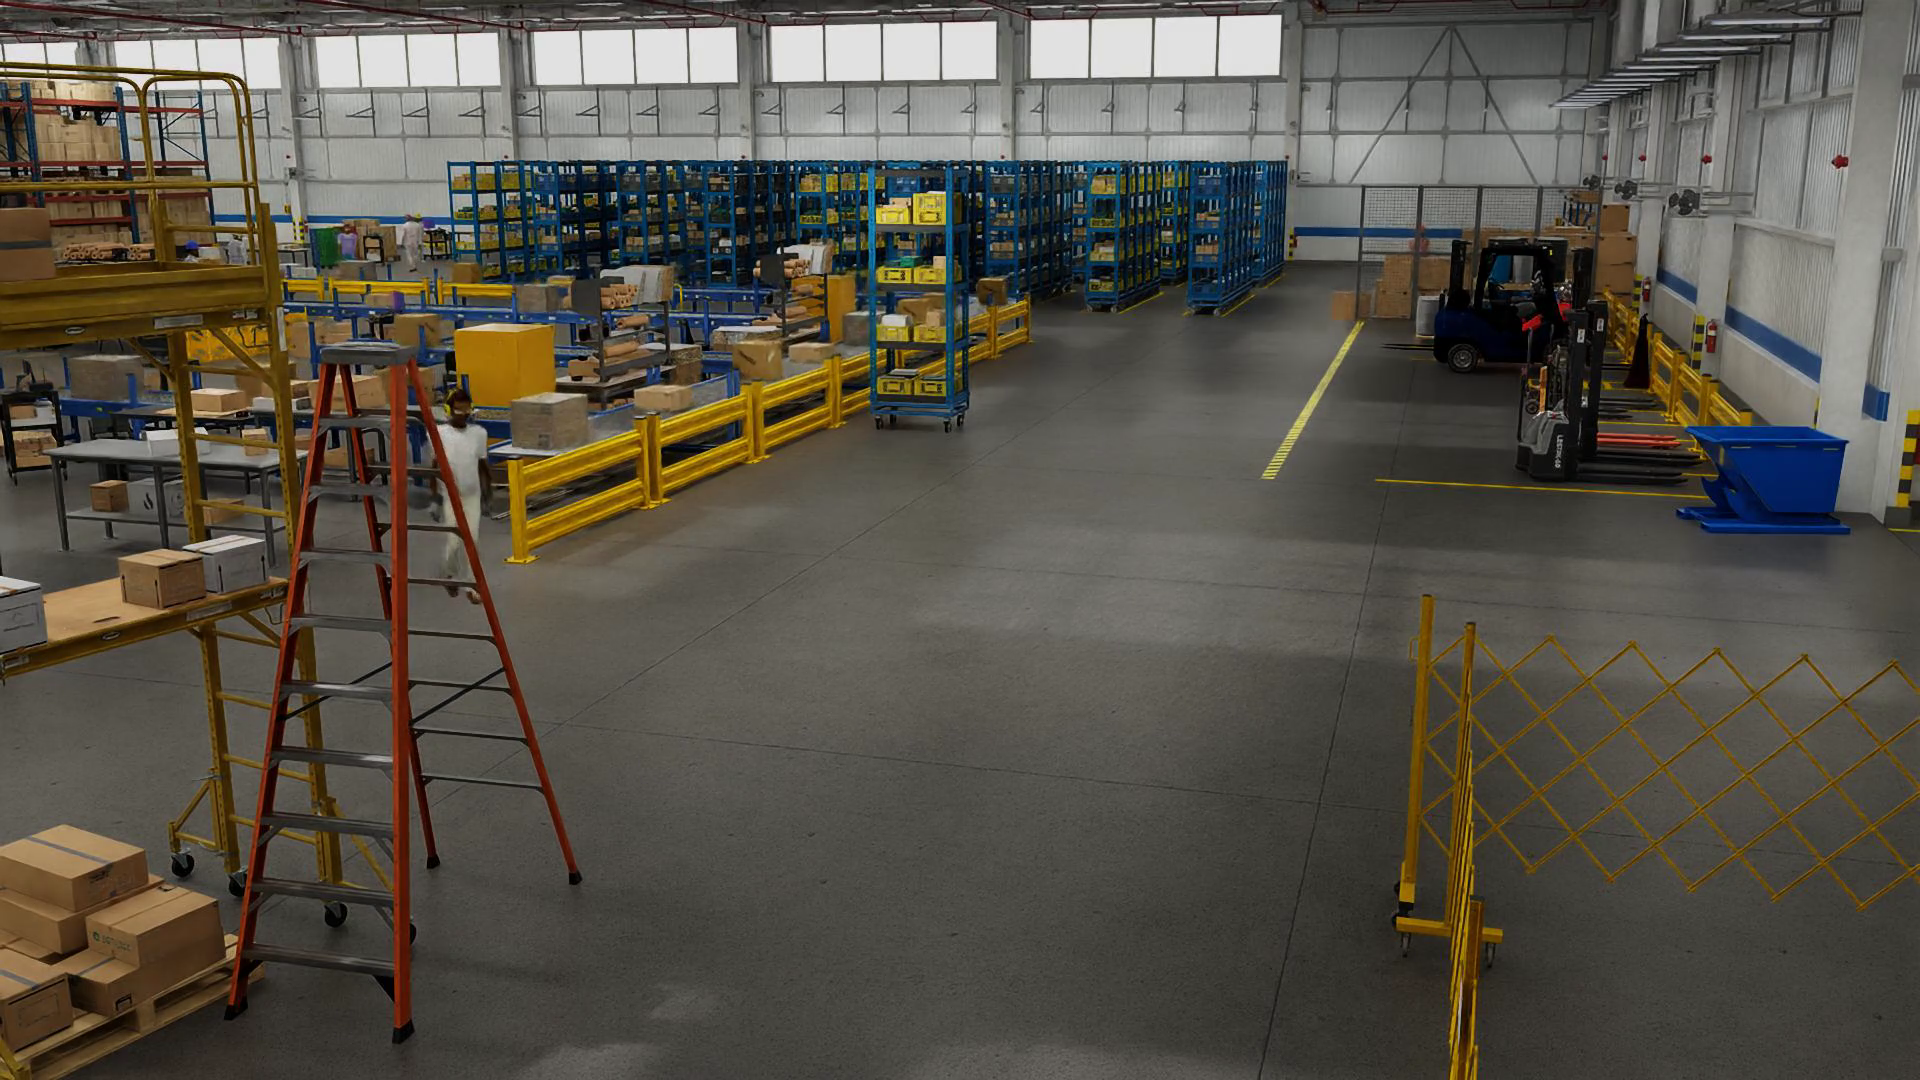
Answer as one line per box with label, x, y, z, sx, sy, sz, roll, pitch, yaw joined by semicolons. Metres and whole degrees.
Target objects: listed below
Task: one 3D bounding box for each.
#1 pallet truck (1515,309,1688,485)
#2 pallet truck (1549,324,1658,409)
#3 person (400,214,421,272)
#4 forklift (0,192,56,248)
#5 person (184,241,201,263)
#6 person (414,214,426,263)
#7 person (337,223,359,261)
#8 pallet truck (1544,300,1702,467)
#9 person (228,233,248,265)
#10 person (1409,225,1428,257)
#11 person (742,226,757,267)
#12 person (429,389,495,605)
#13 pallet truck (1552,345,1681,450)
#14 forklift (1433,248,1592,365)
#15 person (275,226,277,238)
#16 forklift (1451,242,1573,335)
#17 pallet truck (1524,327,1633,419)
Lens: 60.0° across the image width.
pallet truck;7.554;-1.677;19.446;1.885;1.965;0.823;3;13;14
pallet truck;9.824;-2.669;25.407;1.601;1.201;0.680;4;14;16
person;-18.098;-9.747;54.599;0.717;1.857;0.672;10;16;36
forklift;-28.383;-9.215;50.078;1.129;2.768;1.873;4;14;16
person;-16.615;-5.513;36.121;0.388;1.948;0.605;-5;14;-20
person;-19.224;-10.717;59.081;0.486;1.734;0.364;-13;18;-43
person;-17.943;-8.372;48.767;0.574;1.819;0.869;-7;15;-29
pallet truck;8.263;-1.952;20.631;1.885;1.965;0.823;5;14;20
person;-19.199;-7.363;44.367;0.586;1.831;0.403;6;14;25
person;12.017;-7.317;43.895;0.922;1.948;0.626;-11;17;-41
person;-6.722;-9.329;52.907;0.595;1.801;0.736;2;13;9
person;-4.216;-0.361;14.073;0.558;1.854;0.426;-8;15;-30
pallet truck;8.641;-1.896;21.908;1.630;1.274;0.653;4;14;16
forklift;9.780;-4.111;29.280;2.680;1.987;1.157;3;13;14
person;-23.935;-10.375;57.604;0.570;1.724;0.752;-8;15;-32
forklift;10.464;-4.597;31.405;2.680;1.987;1.157;4;14;16
pallet truck;9.065;-2.460;24.370;1.522;1.261;0.704;3;13;14
